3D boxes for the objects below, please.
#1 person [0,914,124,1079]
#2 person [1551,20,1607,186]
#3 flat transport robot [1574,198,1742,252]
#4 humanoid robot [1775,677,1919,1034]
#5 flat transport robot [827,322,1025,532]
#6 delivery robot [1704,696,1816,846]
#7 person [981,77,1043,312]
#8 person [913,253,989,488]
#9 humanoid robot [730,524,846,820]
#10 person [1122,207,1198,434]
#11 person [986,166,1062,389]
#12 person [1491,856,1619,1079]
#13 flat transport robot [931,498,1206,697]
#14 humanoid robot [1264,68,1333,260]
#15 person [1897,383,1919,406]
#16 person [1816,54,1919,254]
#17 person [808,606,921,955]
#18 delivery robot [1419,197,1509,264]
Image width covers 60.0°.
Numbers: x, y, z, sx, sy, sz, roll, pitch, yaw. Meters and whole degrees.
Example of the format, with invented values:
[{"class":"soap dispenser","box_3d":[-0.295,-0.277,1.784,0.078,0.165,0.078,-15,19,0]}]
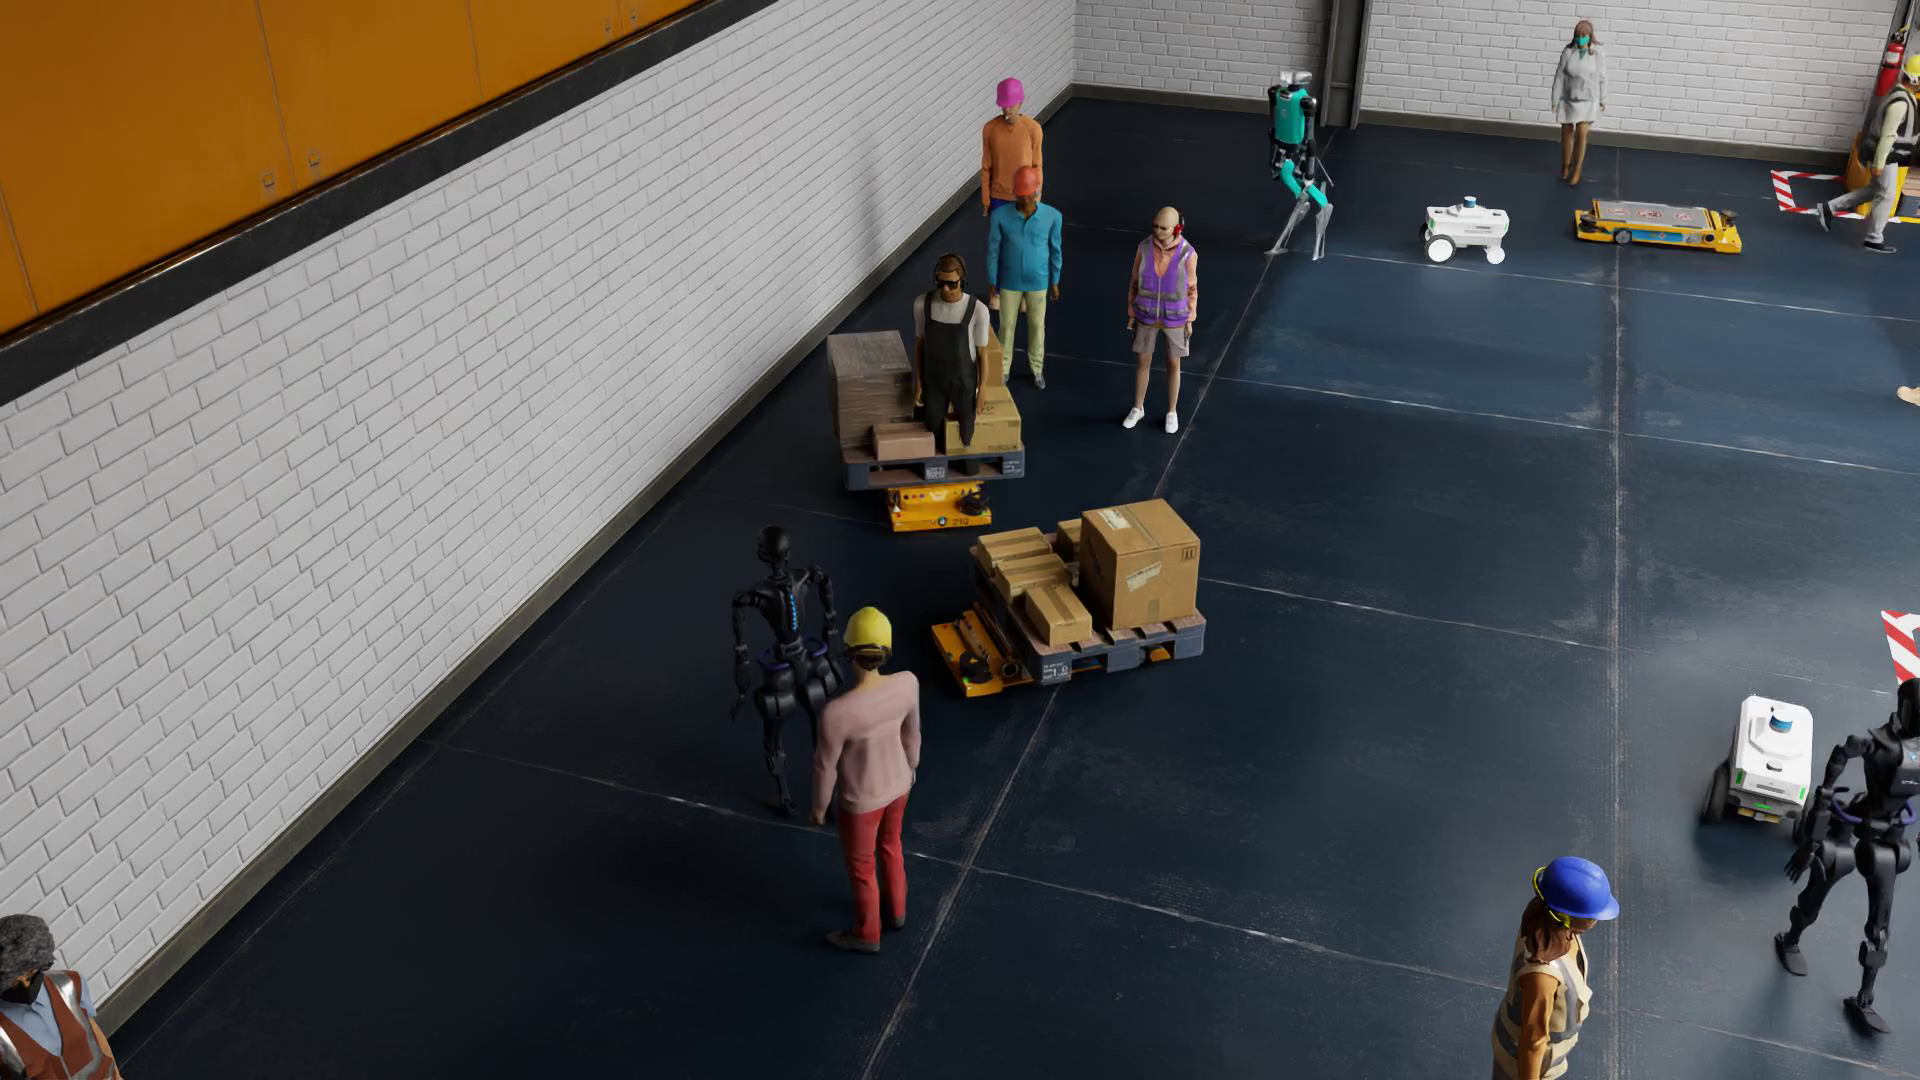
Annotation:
[{"class":"person","box_3d":[-3.138,1.996,5.825,0.310,1.690,0.437,17,35,27]},{"class":"person","box_3d":[6.213,-4.397,16.749,0.525,1.633,0.570,18,35,28]},{"class":"flat transport robot","box_3d":[6.560,-2.959,15.659,1.431,0.231,0.659,8,31,13]},{"class":"humanoid robot","box_3d":[3.850,1.307,7.022,0.591,1.638,0.655,1,30,2]},{"class":"flat transport robot","box_3d":[-0.231,-0.498,11.473,0.659,0.231,1.431,-5,31,-8]},{"class":"delivery robot","box_3d":[4.086,1.148,8.408,0.499,0.612,0.801,13,33,21]},{"class":"person","box_3d":[0.424,-2.859,13.812,0.516,1.974,0.397,5,31,8]},{"class":"person","box_3d":[-0.060,-0.994,10.775,0.499,1.839,0.343,10,32,16]},{"class":"humanoid robot","box_3d":[-0.814,0.681,8.089,0.602,1.647,0.393,-16,34,-25]},{"class":"person","box_3d":[1.441,-1.569,11.888,0.494,1.692,0.341,9,32,16]},{"class":"person","box_3d":[0.476,-1.960,12.494,0.571,1.748,0.340,1,30,1]},{"class":"person","box_3d":[2.072,1.840,6.004,0.305,1.777,0.479,12,32,19]},{"class":"flat transport robot","box_3d":[0.609,0.544,9.700,1.431,0.231,0.659,-10,32,-16]},{"class":"humanoid robot","box_3d":[3.112,-3.361,14.913,0.788,1.790,0.530,-20,36,-30]},{"class":"person","box_3d":[7.400,-1.855,12.205,0.538,1.865,0.382,-8,31,-14]},{"class":"person","box_3d":[8.358,-3.534,15.125,0.666,1.806,0.599,16,34,25]},{"class":"person","box_3d":[-0.400,1.101,7.298,0.336,1.749,0.560,26,39,37]},{"class":"delivery robot","box_3d":[4.572,-2.821,15.158,0.788,0.610,0.499,4,31,6]}]
